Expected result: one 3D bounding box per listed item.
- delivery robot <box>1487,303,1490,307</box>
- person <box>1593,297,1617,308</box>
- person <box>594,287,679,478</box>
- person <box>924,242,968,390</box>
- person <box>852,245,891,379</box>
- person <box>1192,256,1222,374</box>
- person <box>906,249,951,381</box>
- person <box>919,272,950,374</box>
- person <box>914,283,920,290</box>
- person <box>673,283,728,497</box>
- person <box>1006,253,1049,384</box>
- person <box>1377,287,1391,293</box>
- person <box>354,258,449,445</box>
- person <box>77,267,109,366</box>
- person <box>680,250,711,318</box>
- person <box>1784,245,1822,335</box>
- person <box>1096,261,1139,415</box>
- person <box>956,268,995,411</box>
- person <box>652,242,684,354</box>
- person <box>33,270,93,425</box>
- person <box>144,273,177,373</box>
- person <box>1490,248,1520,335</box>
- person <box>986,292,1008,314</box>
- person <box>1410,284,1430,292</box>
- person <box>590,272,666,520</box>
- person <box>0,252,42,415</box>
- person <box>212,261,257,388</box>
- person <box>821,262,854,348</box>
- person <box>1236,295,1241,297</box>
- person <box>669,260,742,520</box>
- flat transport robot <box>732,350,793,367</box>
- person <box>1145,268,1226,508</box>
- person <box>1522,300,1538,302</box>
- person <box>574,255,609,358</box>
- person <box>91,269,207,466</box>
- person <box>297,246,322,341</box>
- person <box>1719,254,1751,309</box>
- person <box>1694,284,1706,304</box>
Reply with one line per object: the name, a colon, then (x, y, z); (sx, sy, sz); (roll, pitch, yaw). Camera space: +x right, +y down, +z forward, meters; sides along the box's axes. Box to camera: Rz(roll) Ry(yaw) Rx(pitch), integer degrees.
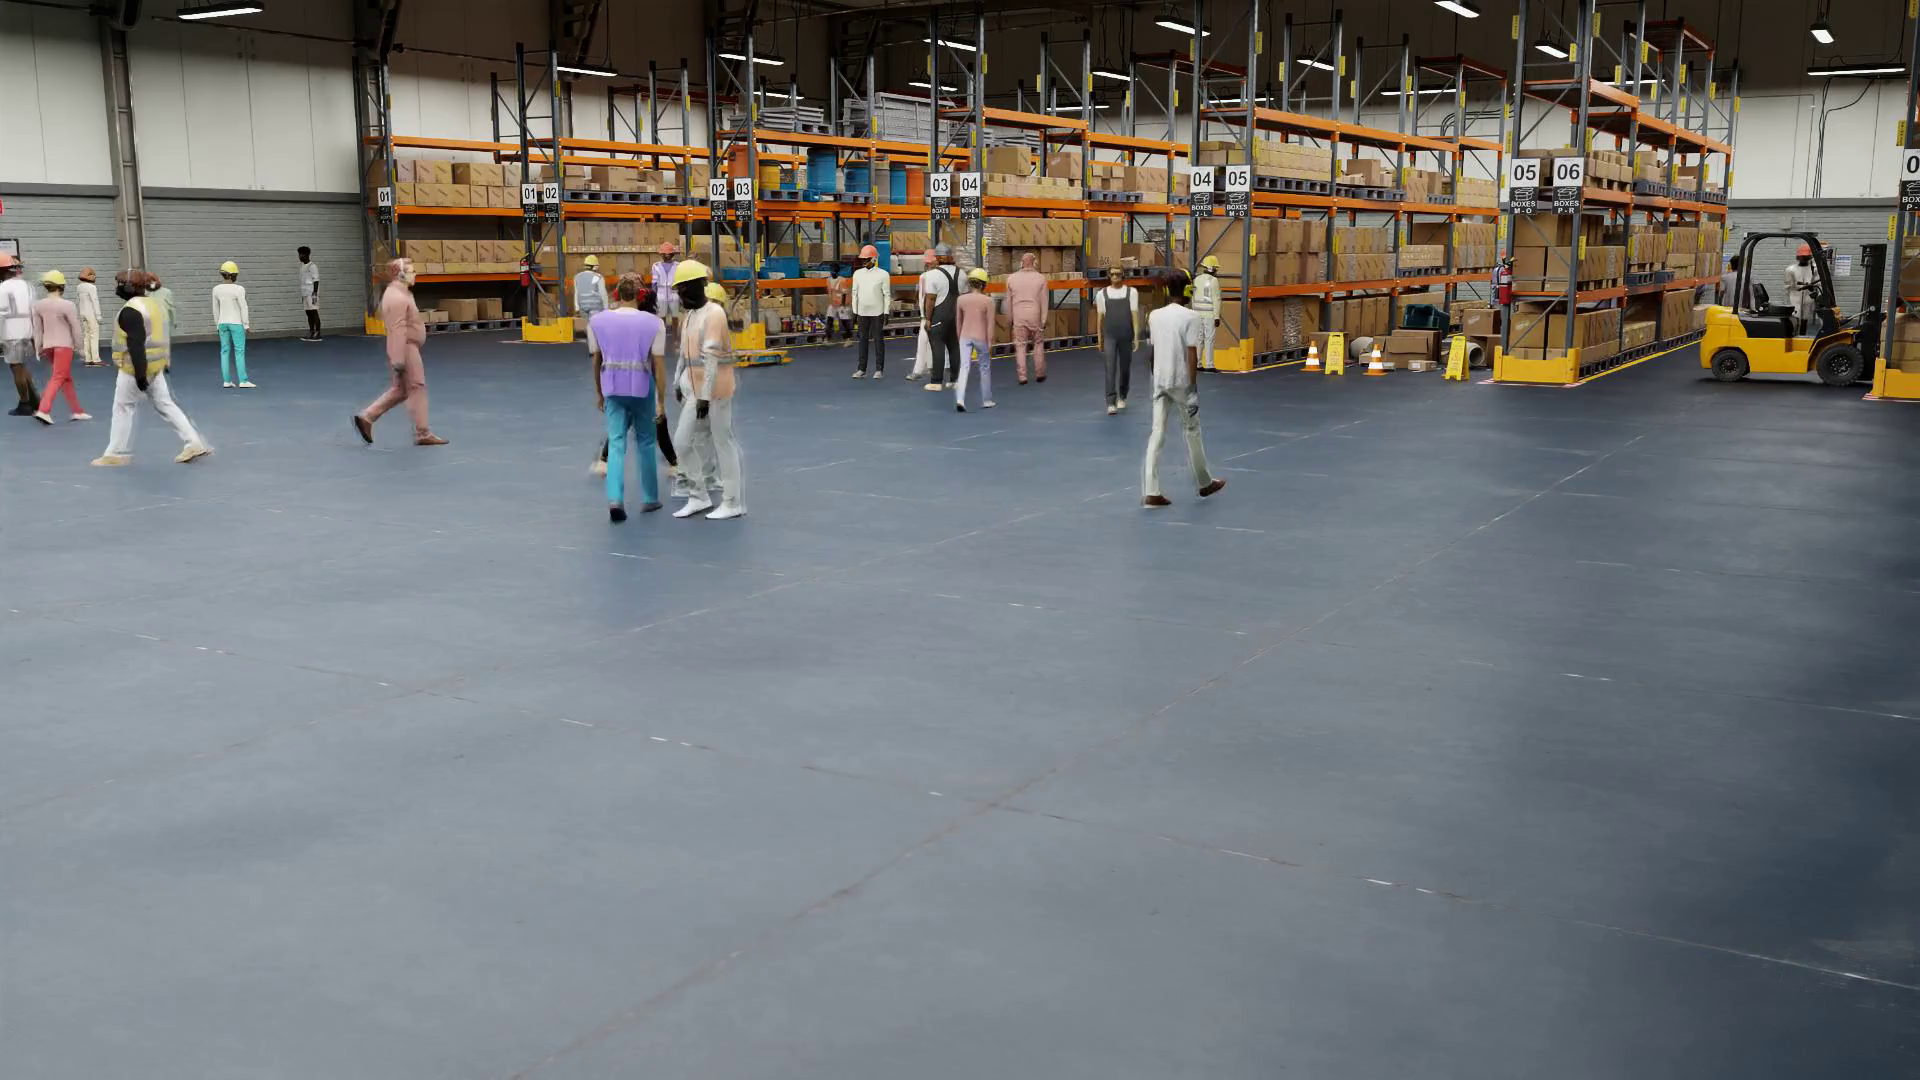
delivery robot: (13.022, -5.611, 41.016); (0.477, 0.478, 0.707); (-5, 11, -25)
person: (14.108, -5.347, 36.175); (0.670, 1.852, 1.017); (3, 11, 18)
person: (-2.741, -1.327, 14.218); (0.898, 1.651, 0.542); (-5, 11, -27)
person: (-0.256, -3.089, 22.994); (0.684, 2.000, 0.538); (-8, 13, -40)
person: (-1.340, -3.409, 24.923); (0.613, 1.991, 0.392); (4, 11, 21)
person: (3.858, -3.499, 25.884); (0.403, 1.826, 0.595); (-6, 12, -28)
person: (-0.342, -3.336, 24.671); (0.632, 1.949, 1.031); (10, 14, 44)
person: (-0.351, -3.513, 25.813); (0.575, 1.883, 0.362); (4, 11, 23)
person: (-1.241, -8.441, 54.130); (0.554, 1.625, 0.340); (-4, 11, -23)
person: (-2.028, -1.200, 13.342); (0.672, 1.693, 0.508); (-8, 13, -38)
person: (1.010, -3.208, 24.137); (0.644, 1.867, 0.925); (3, 10, 14)
person: (10.255, -5.939, 40.140); (0.553, 1.625, 0.521); (-8, 13, -37)
person: (-5.606, -1.866, 16.586); (0.807, 1.884, 0.648); (-5, 11, -24)
person: (-14.355, -3.681, 27.474); (0.500, 1.626, 0.306); (7, 12, 33)
person: (-5.191, -4.711, 32.493); (0.671, 1.888, 0.458); (3, 11, 15)
person: (15.289, -4.349, 30.203); (0.631, 1.999, 1.040); (4, 11, 22)
person: (1.888, -2.437, 19.977); (0.511, 1.819, 0.901); (1, 10, 3)
person: (0.170, -2.427, 20.155); (0.527, 1.725, 0.884); (4, 11, 20)
person: (-5.340, -4.420, 30.467); (0.605, 2.034, 0.392); (0, 10, -2)
person: (-10.164, -2.161, 18.715); (0.532, 1.734, 0.918); (3, 11, 15)
person: (-12.539, -3.392, 26.007); (0.532, 1.560, 0.886); (-5, 11, -25)
person: (9.982, -4.371, 30.459); (0.553, 1.935, 0.362); (6, 12, 32)
person: (0.815, -4.808, 32.952); (0.632, 1.932, 0.372); (0, 10, 3)
person: (11.121, -6.131, 40.480); (0.605, 1.889, 0.749); (8, 13, 37)
person: (-2.434, -1.064, 12.271); (0.576, 1.813, 0.822); (0, 10, 1)
person: (-11.098, -2.406, 19.494); (0.399, 1.923, 0.579); (1, 10, 7)
person: (-10.184, -3.005, 23.287); (0.524, 1.769, 0.326); (3, 10, 14)
person: (-2.379, -4.522, 32.065); (0.554, 1.644, 0.873); (8, 13, 36)
person: (5.470, -4.517, 31.311); (0.552, 1.920, 0.447); (6, 12, 31)
person: (-1.882, -1.074, 12.104); (0.640, 1.888, 0.635); (-7, 12, -35)
flat transport robot: (-3.464, -3.026, 27.595); (0.652, 0.197, 1.431); (6, 12, 30)
person: (1.723, -1.175, 12.883); (0.557, 1.816, 0.933); (9, 14, 42)
person: (13.591, -5.843, 39.597); (0.501, 1.621, 0.367); (3, 11, 18)
person: (-6.465, -4.126, 29.437); (0.616, 1.809, 0.618); (4, 11, 20)
person: (-7.432, -1.566, 15.171); (0.973, 1.805, 0.632); (-1, 10, -5)
person: (-13.501, -5.105, 34.492); (0.362, 1.962, 0.613); (-10, 14, -43)
person: (13.228, -3.954, 28.417); (0.518, 1.838, 0.867); (5, 11, 28)
person: (17.029, -5.788, 38.489); (0.430, 1.896, 0.620); (6, 12, 32)
